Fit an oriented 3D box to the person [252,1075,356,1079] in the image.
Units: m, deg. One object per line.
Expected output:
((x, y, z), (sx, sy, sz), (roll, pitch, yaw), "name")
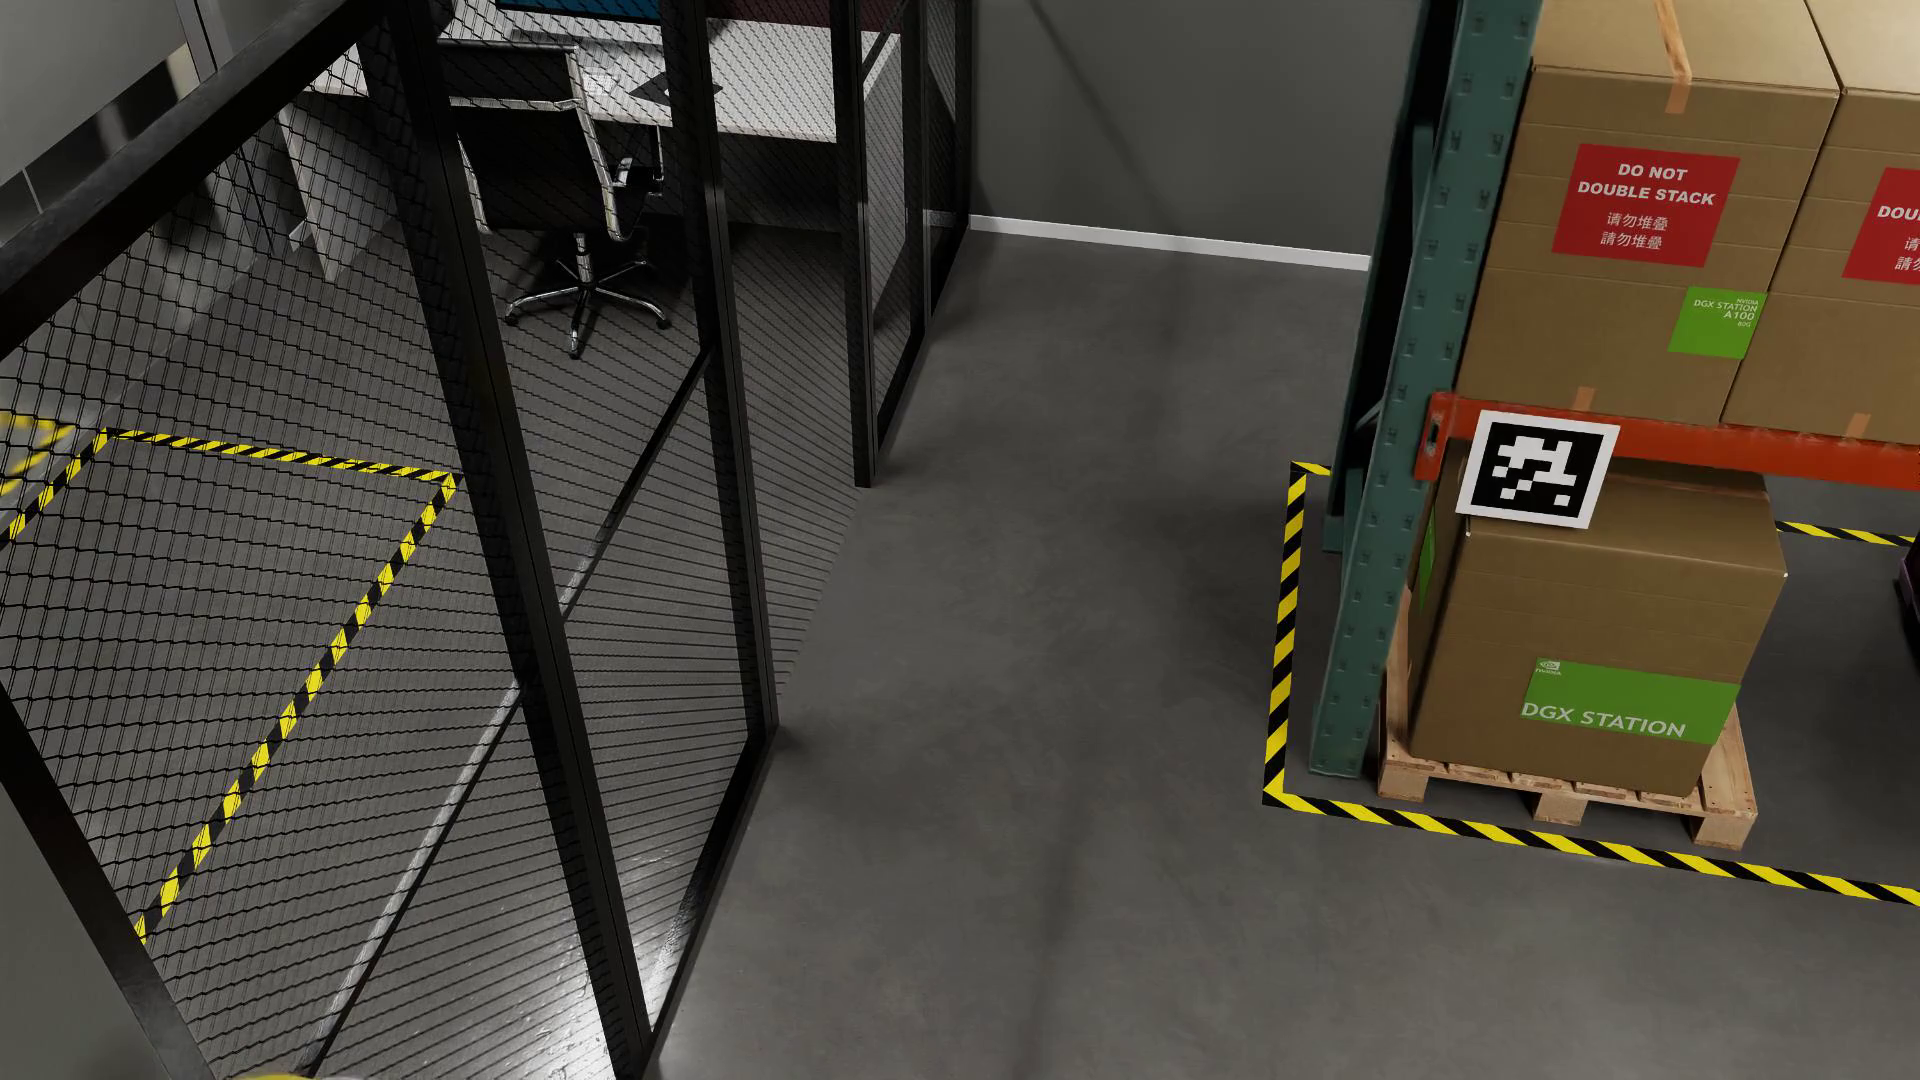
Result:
((-0.677, 1.233, 2.158), (0.600, 1.829, 0.404), (13, 43, 14), "person")
